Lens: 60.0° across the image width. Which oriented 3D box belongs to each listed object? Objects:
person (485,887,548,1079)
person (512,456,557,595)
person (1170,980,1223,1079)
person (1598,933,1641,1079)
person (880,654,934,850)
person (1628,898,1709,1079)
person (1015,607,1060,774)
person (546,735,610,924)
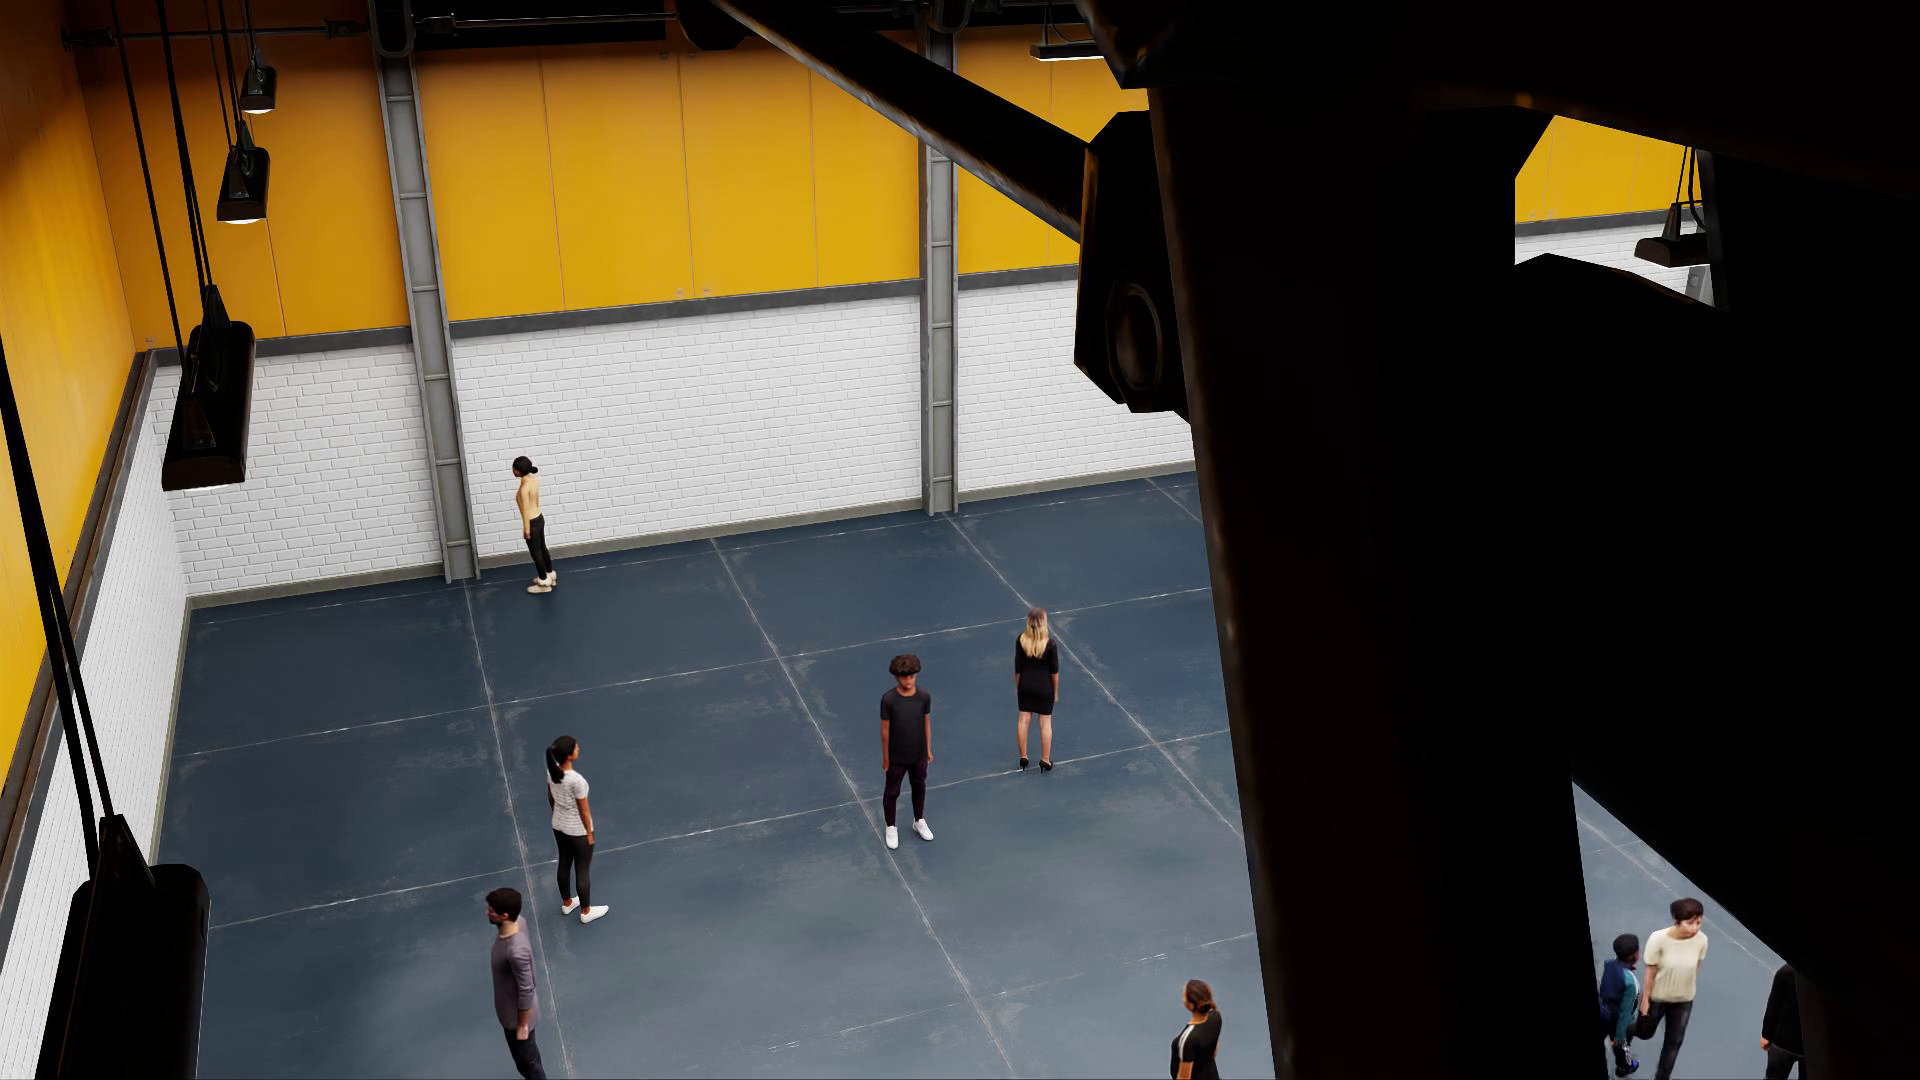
[{"bbox_3d":[-2.976,3.130,11.214,0.527,1.853,0.676,-9,25,-20],"label":"person"},{"bbox_3d":[-4.879,-0.190,19.058,0.691,1.654,0.663,3,24,6],"label":"person"},{"bbox_3d":[1.513,3.497,10.604,0.719,1.669,0.601,20,30,38],"label":"person"},{"bbox_3d":[4.480,3.320,11.575,0.876,1.216,0.549,-6,24,-13],"label":"person"},{"bbox_3d":[-0.466,1.788,14.369,0.513,1.784,0.670,-9,25,-20],"label":"person"},{"bbox_3d":[4.877,3.137,11.554,0.923,1.568,0.847,0,24,0],"label":"person"},{"bbox_3d":[0.700,1.387,15.424,0.590,1.675,0.677,8,25,17],"label":"person"},{"bbox_3d":[-3.118,2.303,13.365,0.647,1.645,0.671,17,29,33],"label":"person"}]
